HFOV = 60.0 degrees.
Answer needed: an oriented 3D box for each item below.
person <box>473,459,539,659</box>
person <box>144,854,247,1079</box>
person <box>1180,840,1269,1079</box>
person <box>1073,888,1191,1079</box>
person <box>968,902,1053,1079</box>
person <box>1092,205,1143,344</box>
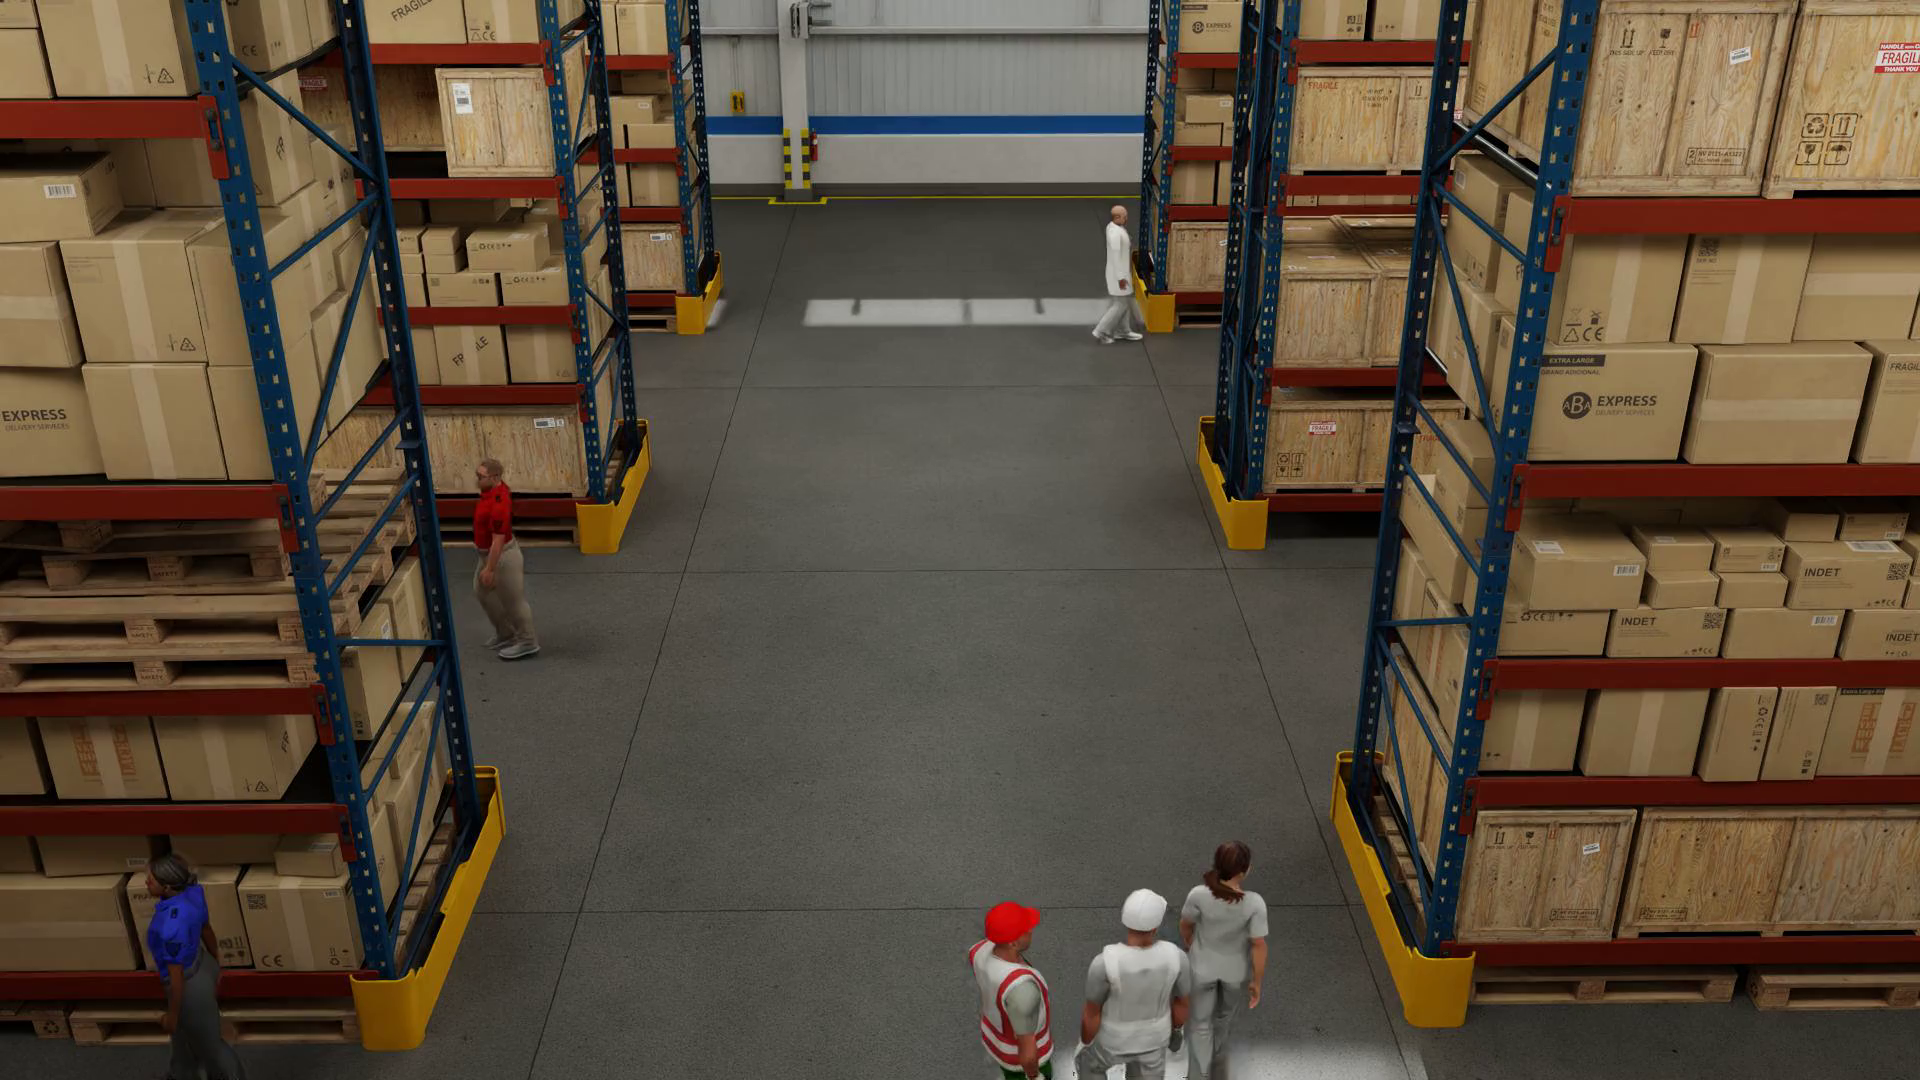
[{"bbox_3d":[-3.761,0.158,13.556,0.460,1.738,0.570,-9,26,-18],"label":"person"},{"bbox_3d":[-4.232,2.397,8.868,0.631,1.654,0.470,-6,26,-12],"label":"person"},{"bbox_3d":[1.422,2.296,9.086,0.469,1.671,0.823,4,25,8],"label":"person"},{"bbox_3d":[0.857,2.516,8.418,0.595,1.789,0.506,-4,25,-8],"label":"person"},{"bbox_3d":[0.269,2.551,8.358,0.608,1.787,0.575,-13,28,-25],"label":"person"},{"bbox_3d":[2.023,-3.352,21.058,0.660,1.806,0.611,1,25,2],"label":"person"}]
